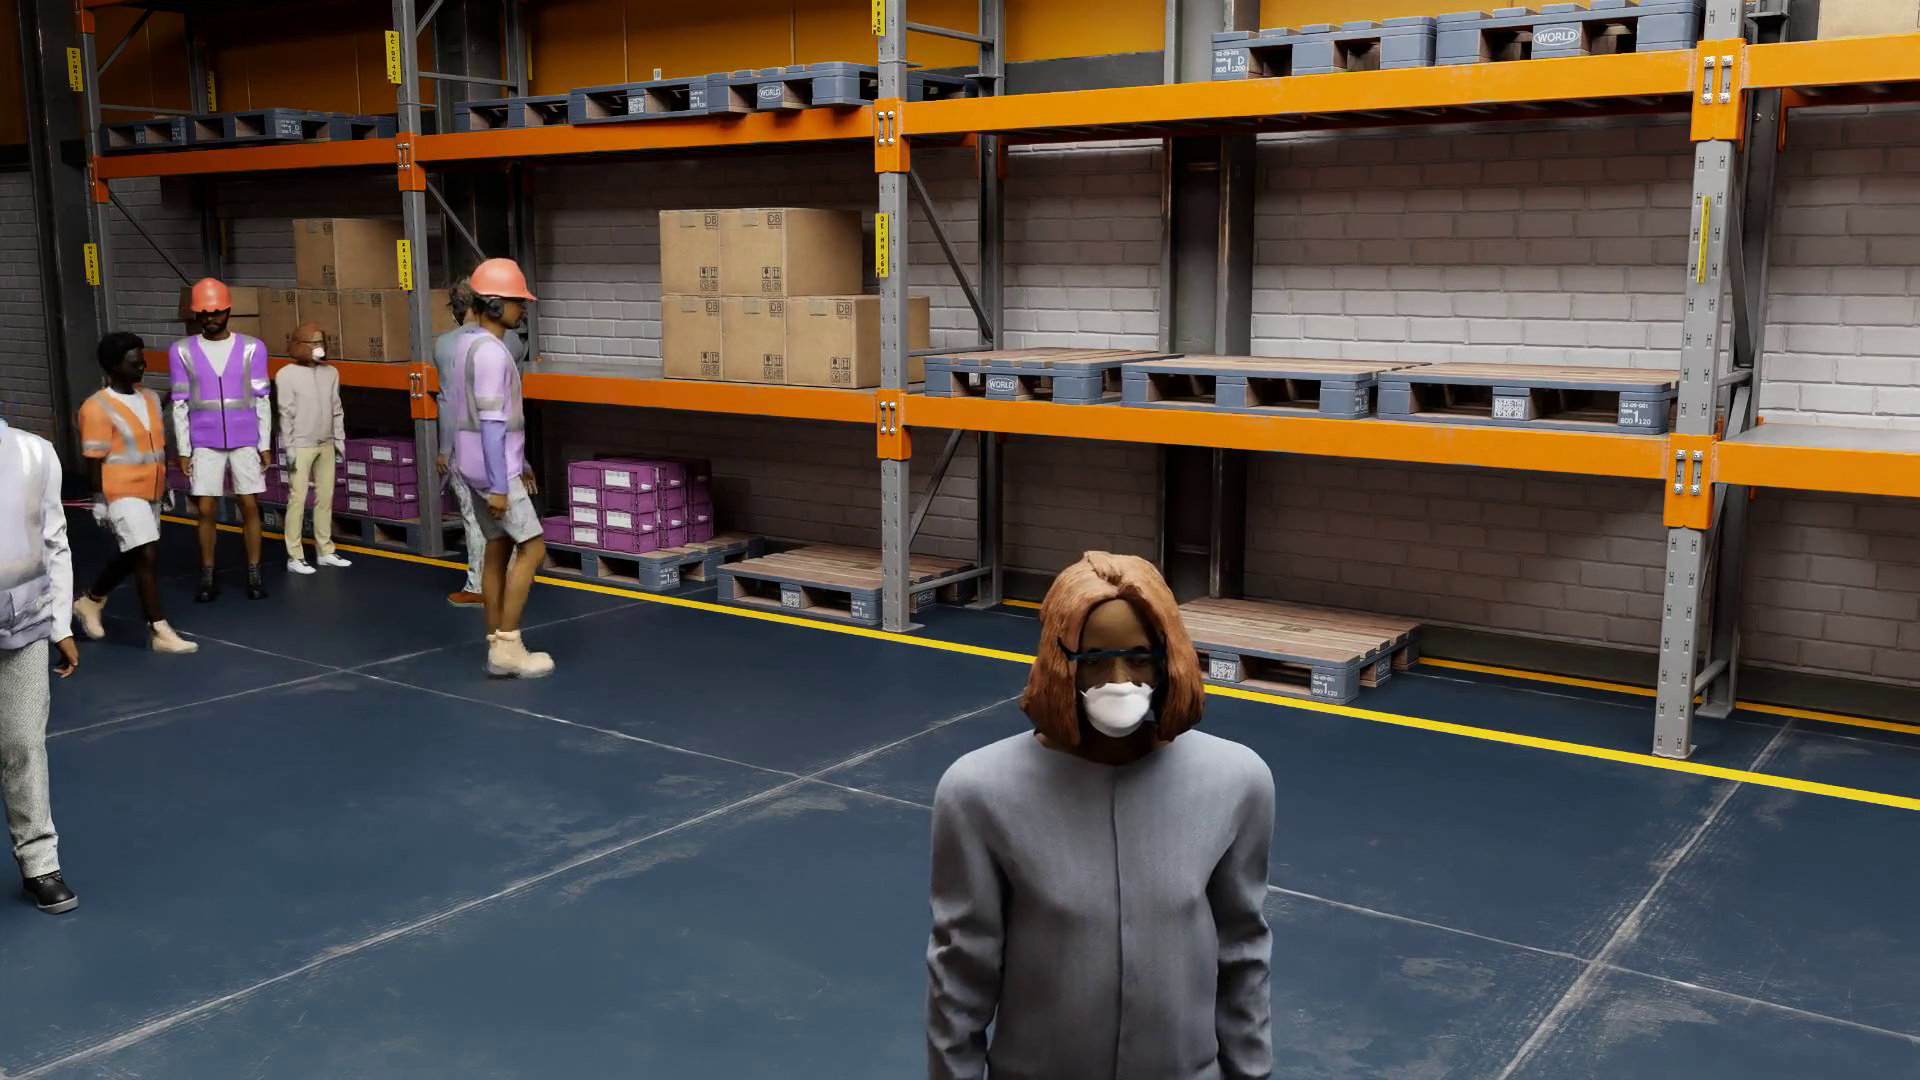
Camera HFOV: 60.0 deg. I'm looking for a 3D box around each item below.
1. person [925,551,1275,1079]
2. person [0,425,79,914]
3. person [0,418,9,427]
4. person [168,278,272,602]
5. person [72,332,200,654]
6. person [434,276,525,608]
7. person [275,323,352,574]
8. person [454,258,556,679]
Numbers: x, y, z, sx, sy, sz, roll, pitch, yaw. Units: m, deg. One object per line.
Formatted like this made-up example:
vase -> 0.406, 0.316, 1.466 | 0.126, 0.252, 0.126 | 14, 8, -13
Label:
person -> 0.204, 0.818, 2.374 | 0.508, 1.632, 0.265 | -2, 10, -9
person -> -2.985, 0.273, 5.036 | 0.589, 1.832, 0.404 | -9, 13, -43
person -> -4.451, -0.038, 7.375 | 0.534, 1.659, 0.861 | -1, 10, -5
person -> -4.364, -0.582, 9.873 | 0.545, 1.926, 0.394 | -4, 10, -22
person -> -4.354, -0.248, 8.621 | 0.780, 1.674, 0.542 | 2, 10, 10
person -> -2.814, -0.567, 9.735 | 0.373, 1.935, 0.628 | 5, 11, 29
person -> -4.217, -0.599, 10.847 | 0.285, 1.627, 0.493 | 5, 11, 27
person -> -2.209, -0.339, 8.079 | 0.450, 2.033, 0.628 | -5, 11, -26
